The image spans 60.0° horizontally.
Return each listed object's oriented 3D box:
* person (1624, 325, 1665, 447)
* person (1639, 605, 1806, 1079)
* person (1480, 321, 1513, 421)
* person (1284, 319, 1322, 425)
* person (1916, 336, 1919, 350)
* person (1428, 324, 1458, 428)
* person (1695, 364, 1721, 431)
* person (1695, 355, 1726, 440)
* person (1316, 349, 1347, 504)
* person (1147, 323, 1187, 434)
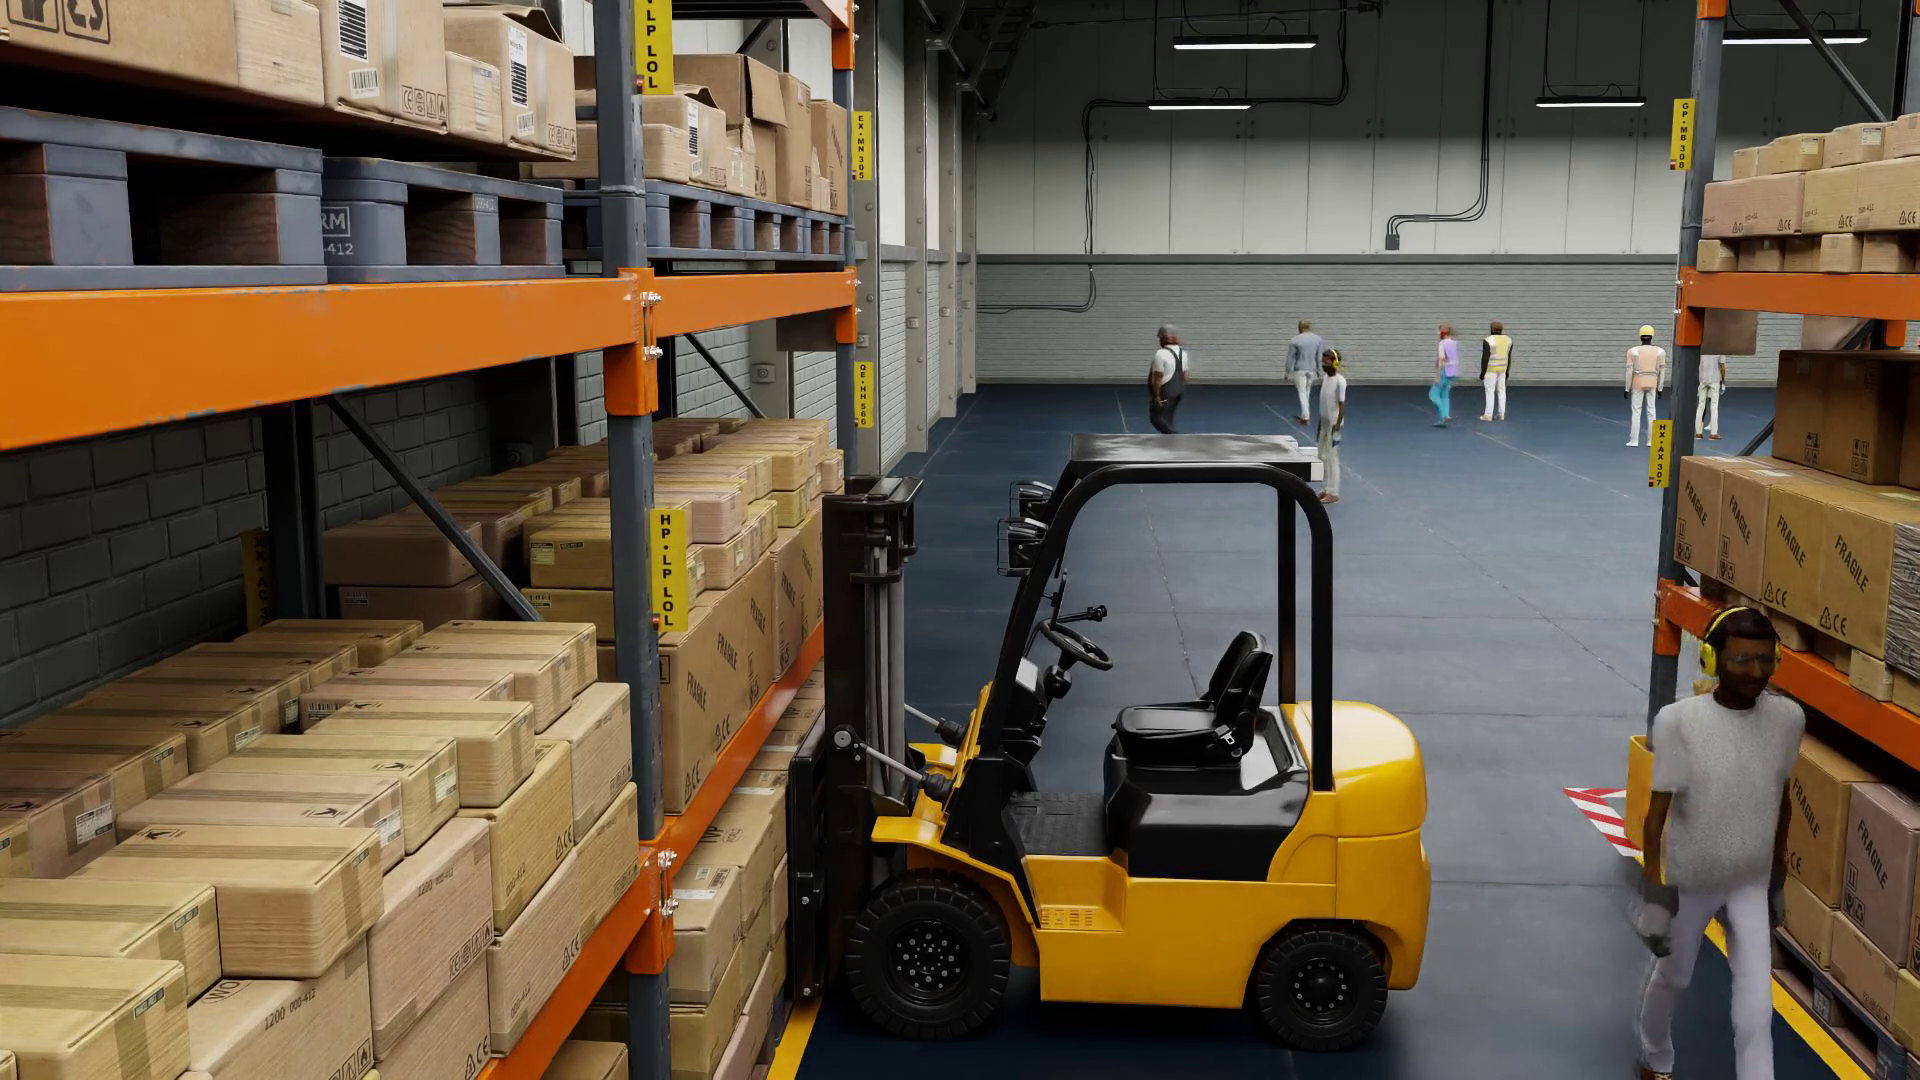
[{"bbox_3d":[10.789,-2.419,26.254,0.591,1.922,0.380,1,9,6],"label":"person"},{"bbox_3d":[2.403,1.101,5.252,0.553,1.813,0.994,0,9,0],"label":"person"},{"bbox_3d":[9.892,-3.125,30.783,0.633,1.841,0.429,-3,10,-20],"label":"person"},{"bbox_3d":[6.180,-3.045,30.103,0.653,1.902,0.840,-3,10,-18],"label":"person"},{"bbox_3d":[13.347,-1.907,23.106,0.542,1.939,0.364,-3,10,-19],"label":"person"},{"bbox_3d":[8.534,-2.883,29.335,0.450,1.830,0.609,8,12,39],"label":"person"},{"bbox_3d":[13.026,-2.752,28.967,0.320,1.692,0.531,-3,10,-20],"label":"person"},{"bbox_3d":[12.360,-2.584,27.411,0.519,1.874,0.327,9,13,43],"label":"person"},{"bbox_3d":[4.452,-1.366,20.042,0.339,1.872,0.550,-3,10,-15],"label":"person"},{"bbox_3d":[3.088,-2.204,24.597,0.693,2.000,0.695,9,13,44],"label":"person"}]
